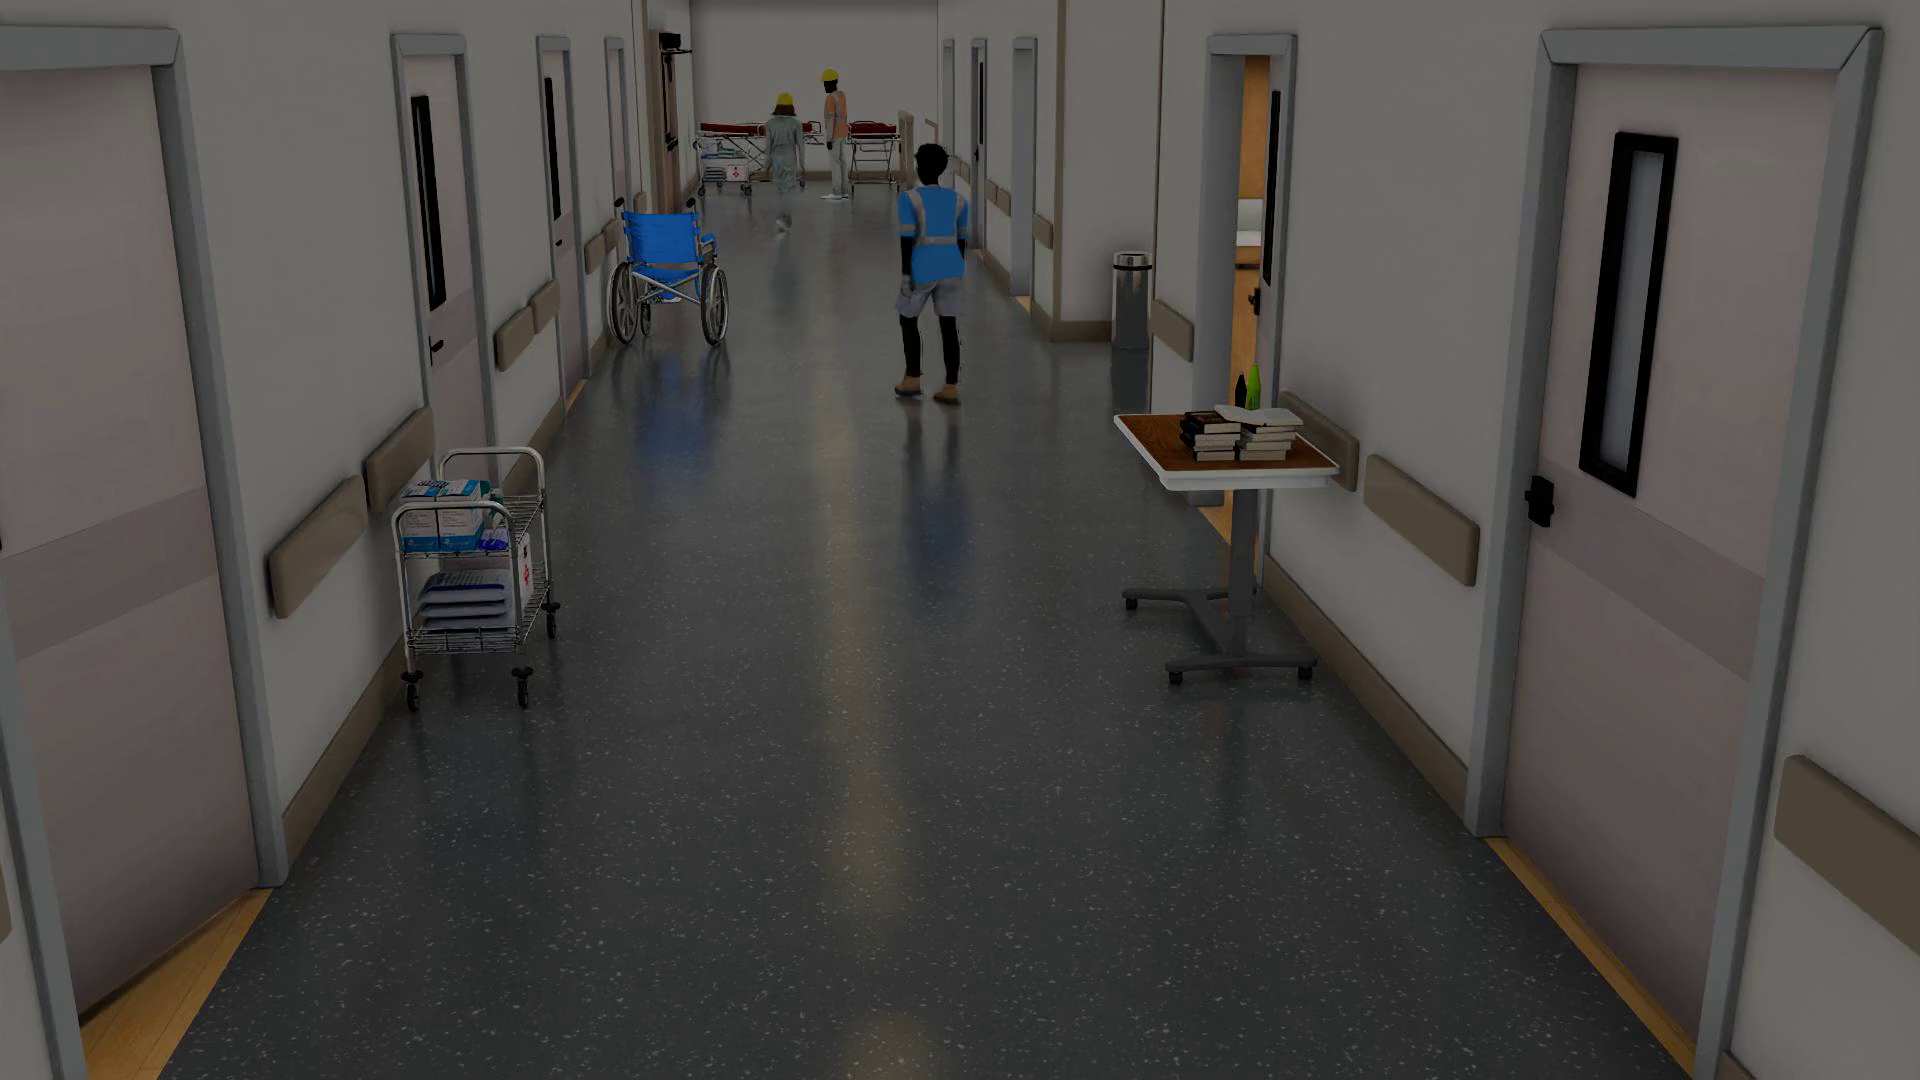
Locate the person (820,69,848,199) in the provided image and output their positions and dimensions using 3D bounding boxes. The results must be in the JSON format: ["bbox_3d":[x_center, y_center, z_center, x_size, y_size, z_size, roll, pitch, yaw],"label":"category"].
[{"bbox_3d":[-1.901,-6.108,25.080,0.393,1.918,0.585,5,17,16],"label":"person"}]

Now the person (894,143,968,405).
[{"bbox_3d":[-0.190,-1.743,10.904,0.546,1.660,0.652,-9,19,-28],"label":"person"}]

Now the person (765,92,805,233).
[{"bbox_3d":[-2.208,-4.719,20.803,0.493,1.709,0.859,4,17,12],"label":"person"}]
